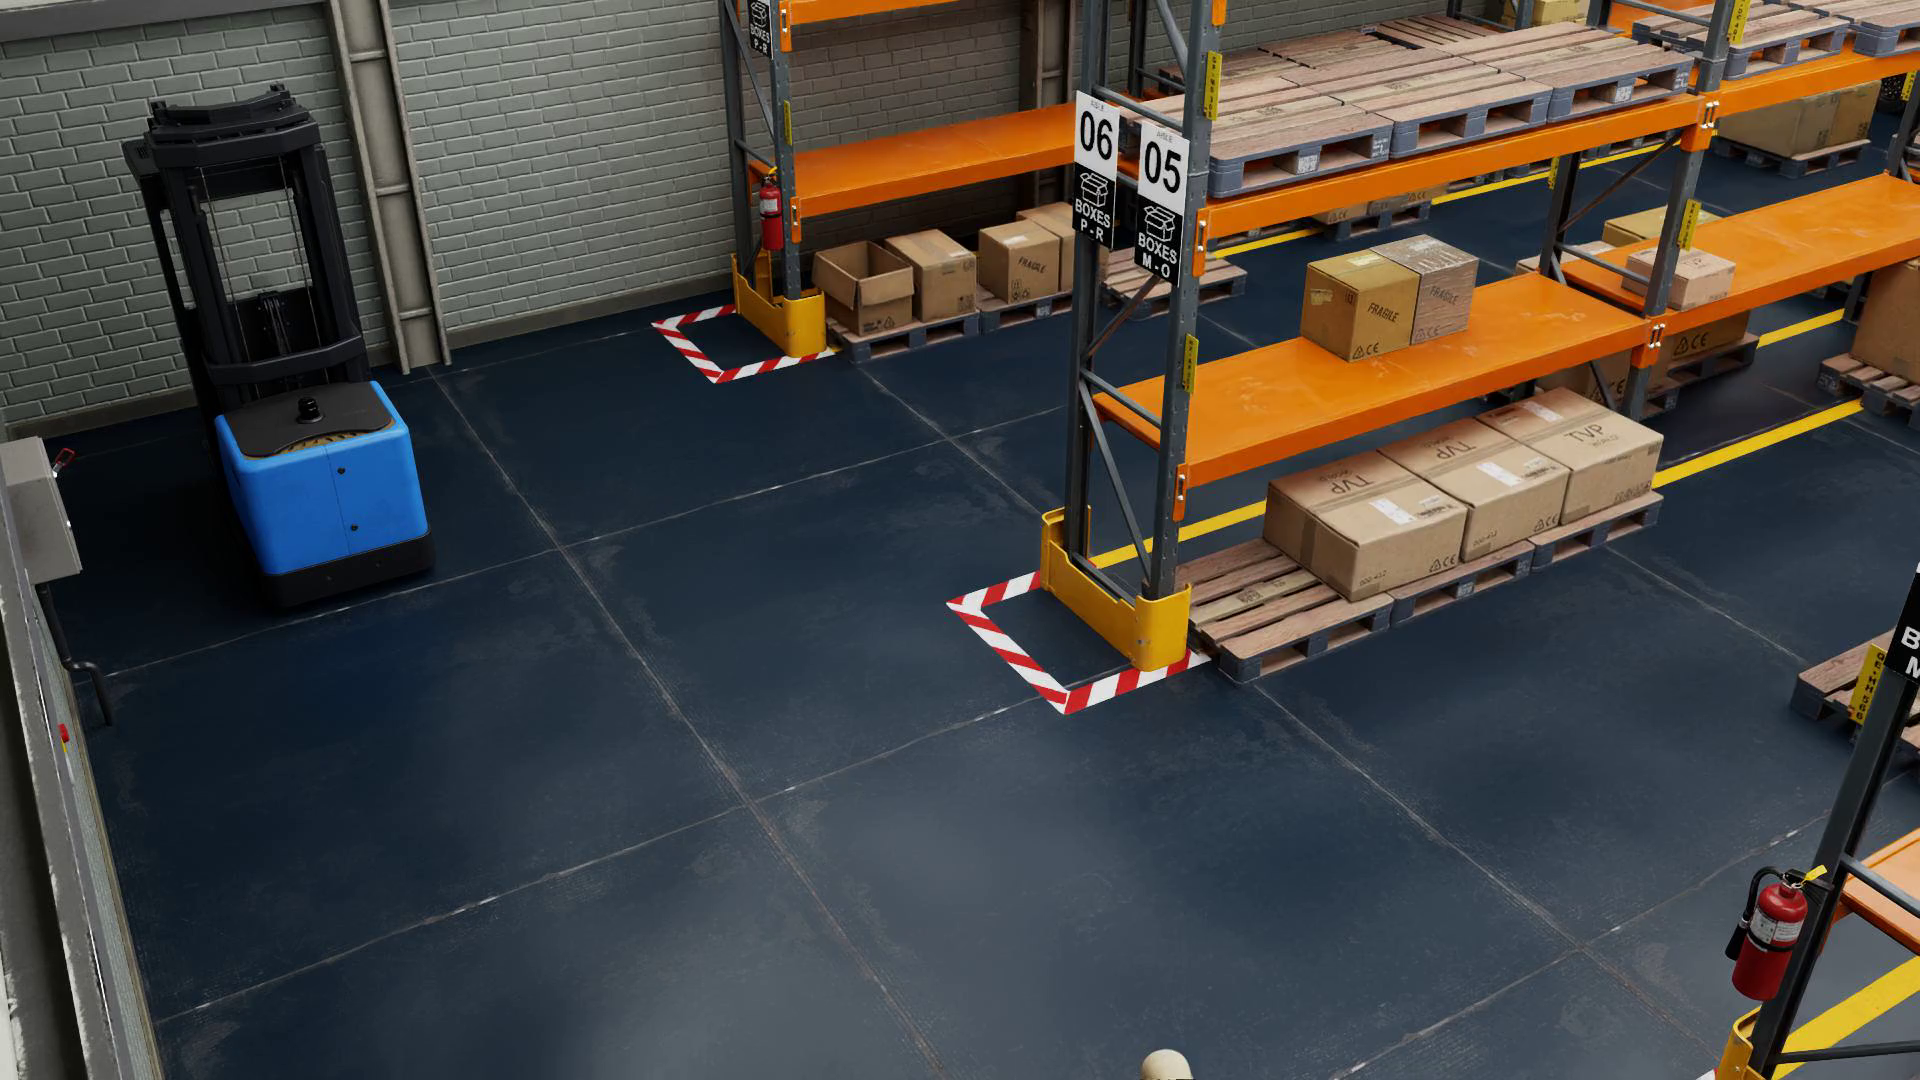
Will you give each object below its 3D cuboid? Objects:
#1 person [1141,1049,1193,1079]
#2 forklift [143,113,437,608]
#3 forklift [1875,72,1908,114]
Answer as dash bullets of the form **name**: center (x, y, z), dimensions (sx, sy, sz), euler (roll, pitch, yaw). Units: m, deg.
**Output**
- **person**: center (0.635, 2.357, 5.675), dimensions (0.594, 1.798, 0.386), euler (-9, 33, -15)
- **forklift**: center (-4.289, -1.259, 10.509), dimensions (1.129, 2.768, 1.873), euler (-17, 36, -26)
- **forklift**: center (11.468, -5.645, 18.244), dimensions (1.214, 2.155, 2.313), euler (-17, 36, -26)
